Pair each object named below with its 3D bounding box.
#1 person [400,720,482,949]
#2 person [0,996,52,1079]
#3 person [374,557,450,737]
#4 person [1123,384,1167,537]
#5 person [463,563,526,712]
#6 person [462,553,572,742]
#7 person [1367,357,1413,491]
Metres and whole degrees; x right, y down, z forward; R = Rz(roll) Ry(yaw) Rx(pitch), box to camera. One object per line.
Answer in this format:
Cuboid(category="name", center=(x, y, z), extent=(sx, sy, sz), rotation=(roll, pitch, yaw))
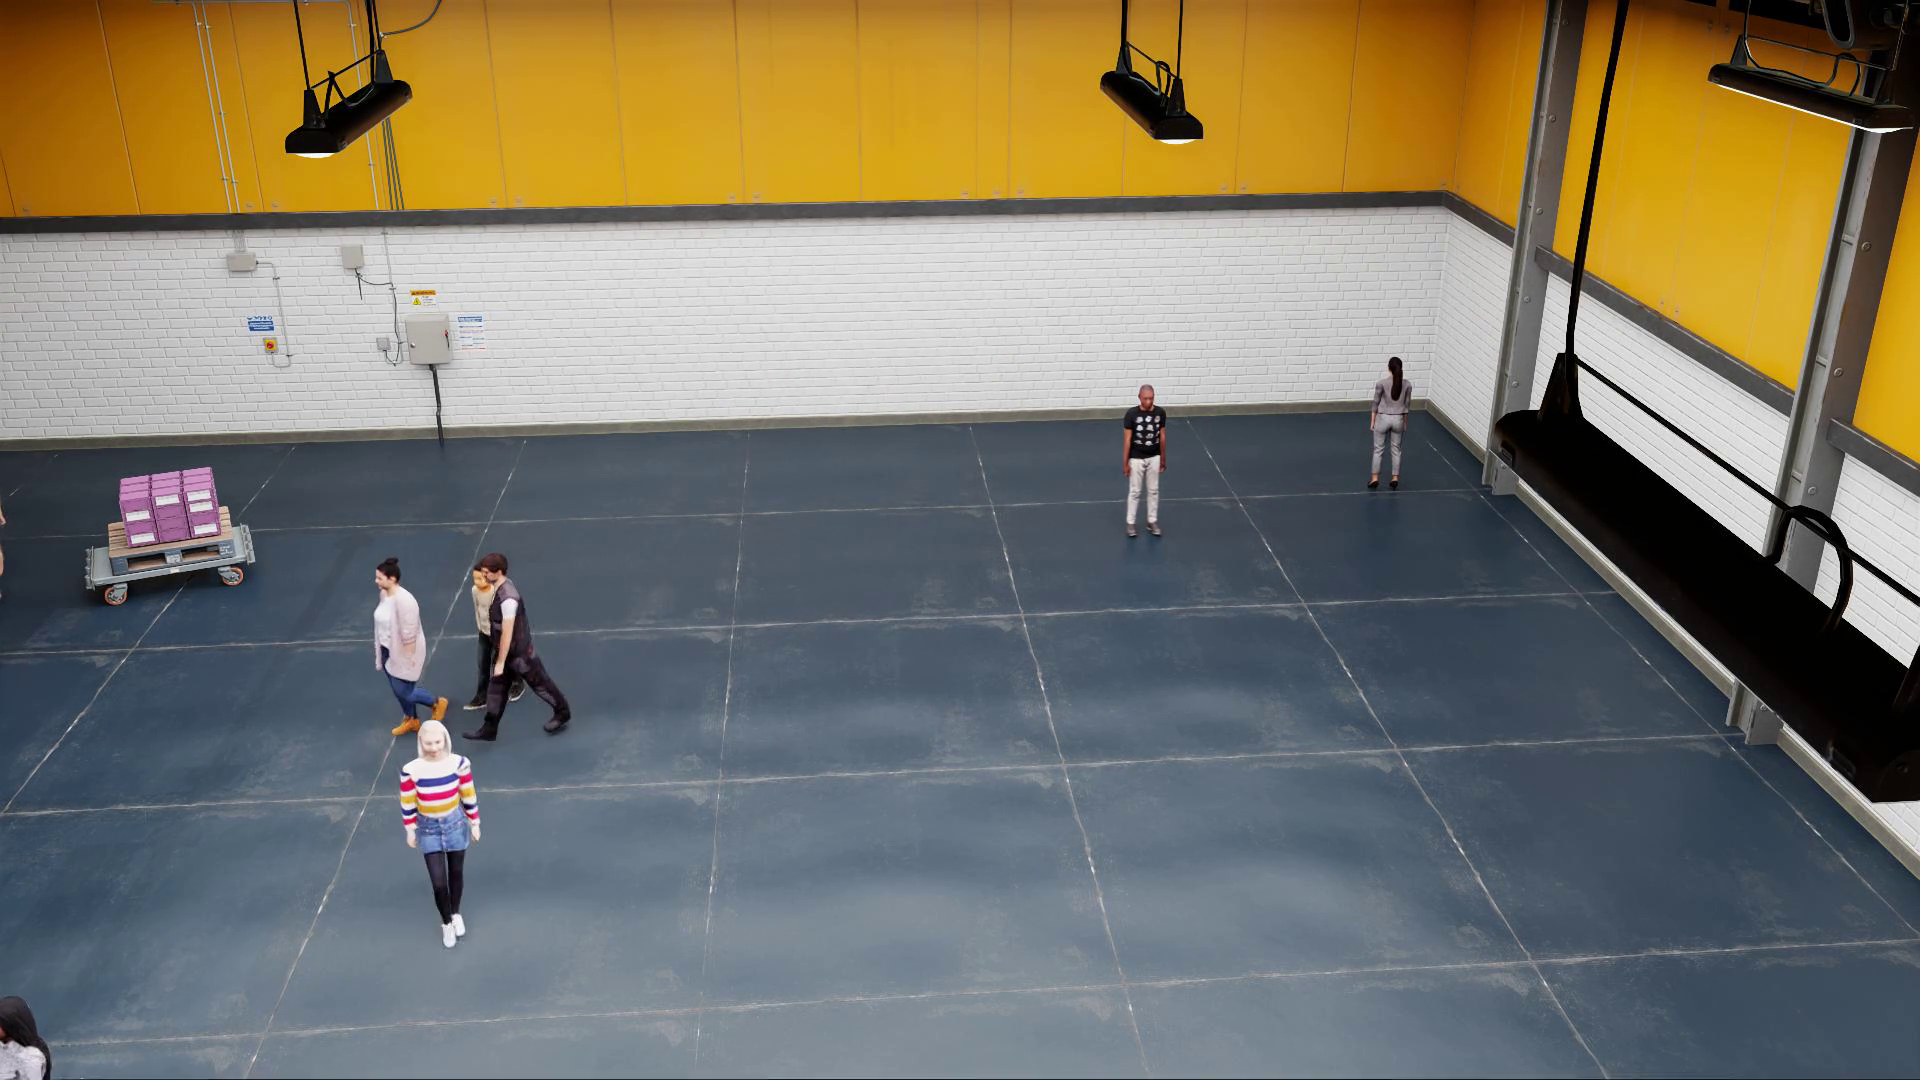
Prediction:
Cuboid(category="person", center=(-3.780, 2.072, 12.129), extent=(0.758, 1.798, 0.755), rotation=(-11, 26, -23))
Cuboid(category="person", center=(-5.159, 3.293, 9.483), extent=(1.149, 1.681, 1.168), rotation=(21, 31, 40))
Cuboid(category="person", center=(-4.882, 0.949, 14.782), extent=(0.945, 1.731, 0.894), rotation=(-18, 30, -36))
Cuboid(category="person", center=(2.103, -0.931, 18.994), extent=(0.679, 1.802, 0.635), rotation=(-4, 24, -10))
Cuboid(category="person", center=(-4.251, 0.832, 15.409), extent=(0.829, 1.443, 0.974), rotation=(8, 25, 18))
Cuboid(category="person", center=(-3.840, 0.948, 14.708), extent=(1.110, 1.793, 1.244), rotation=(-15, 28, -30))
Cuboid(category="person", center=(5.230, -1.412, 20.254), extent=(0.618, 1.674, 0.575), rotation=(0, 24, -1))
